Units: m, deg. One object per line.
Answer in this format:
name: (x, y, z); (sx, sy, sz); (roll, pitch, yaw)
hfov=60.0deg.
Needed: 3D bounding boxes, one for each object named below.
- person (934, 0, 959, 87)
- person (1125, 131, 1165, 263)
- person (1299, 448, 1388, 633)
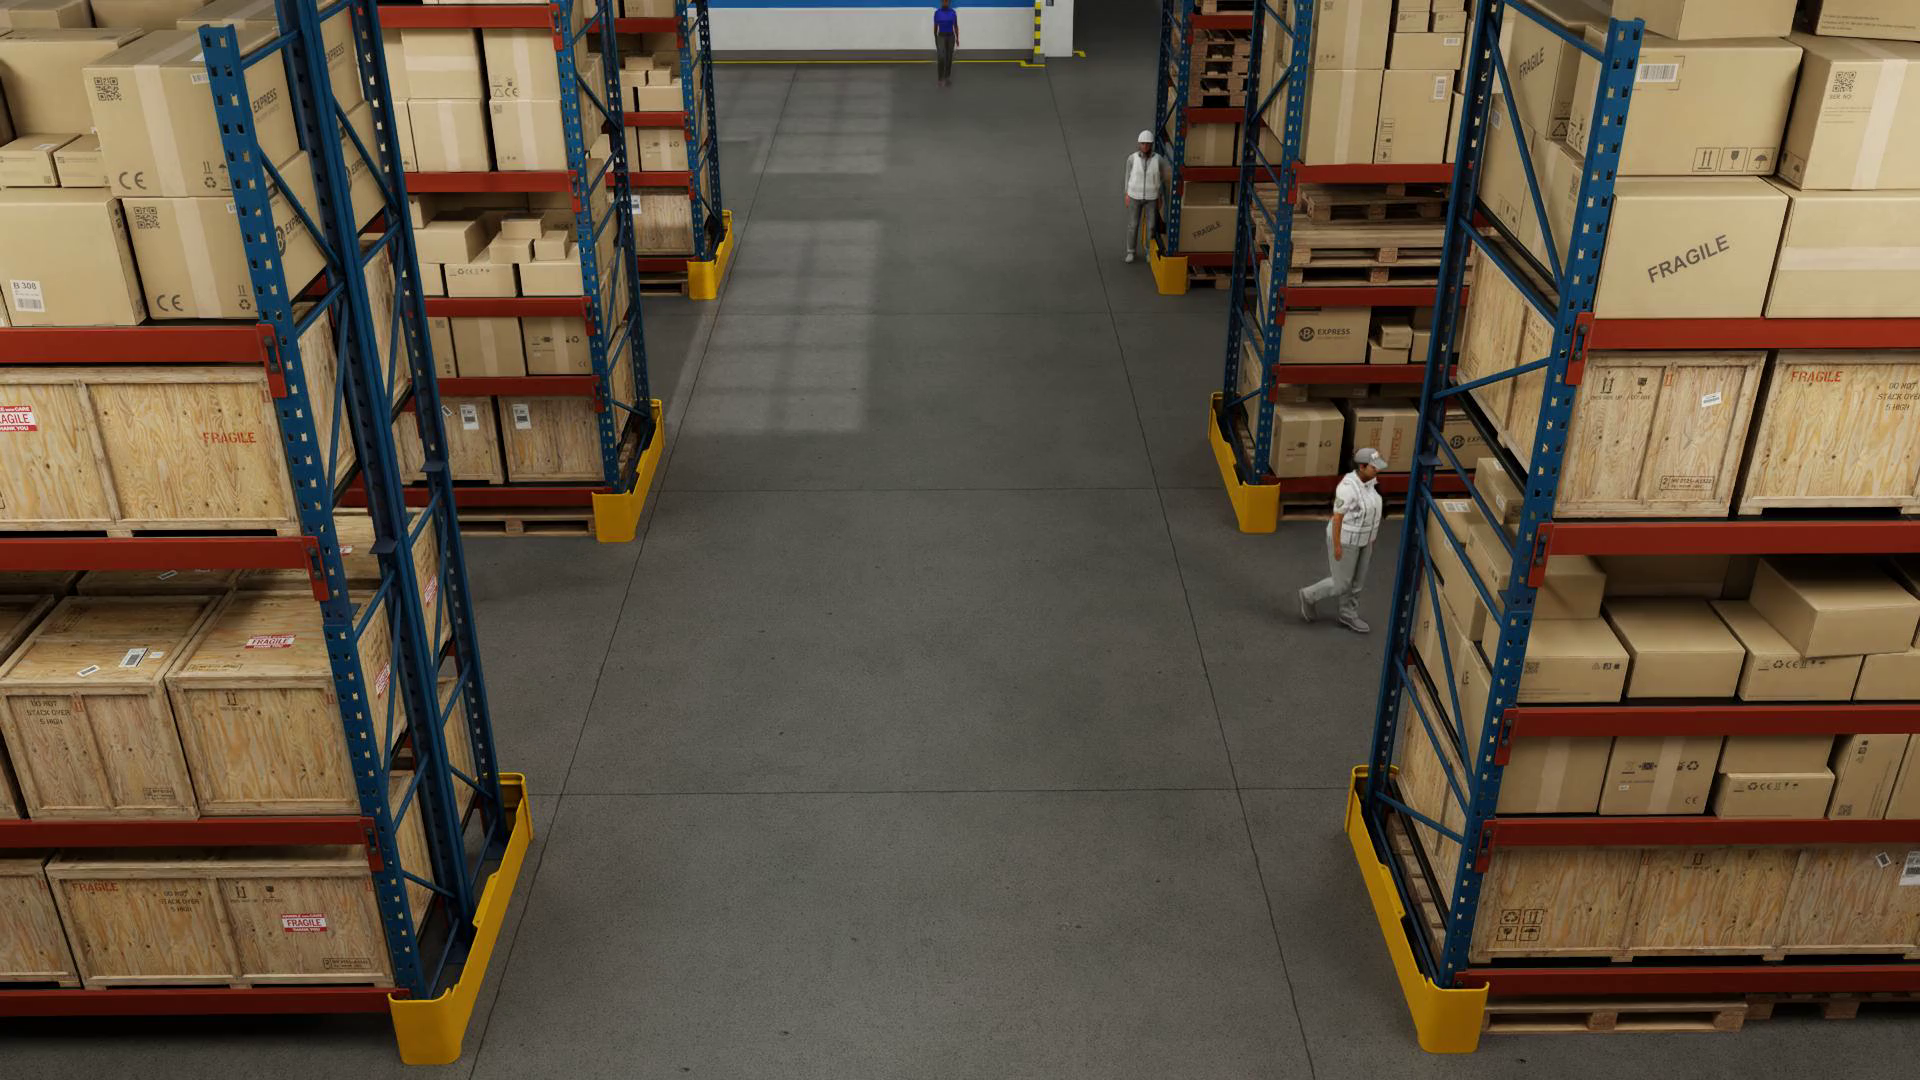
person: (-0.247, -9.506, 31.667); (0.455, 1.646, 0.713); (-4, 29, -8)
person: (2.498, -4.651, 22.549); (0.532, 1.775, 0.375); (2, 28, 5)
person: (3.264, -0.020, 14.025); (0.514, 1.662, 0.588); (-23, 36, -36)
